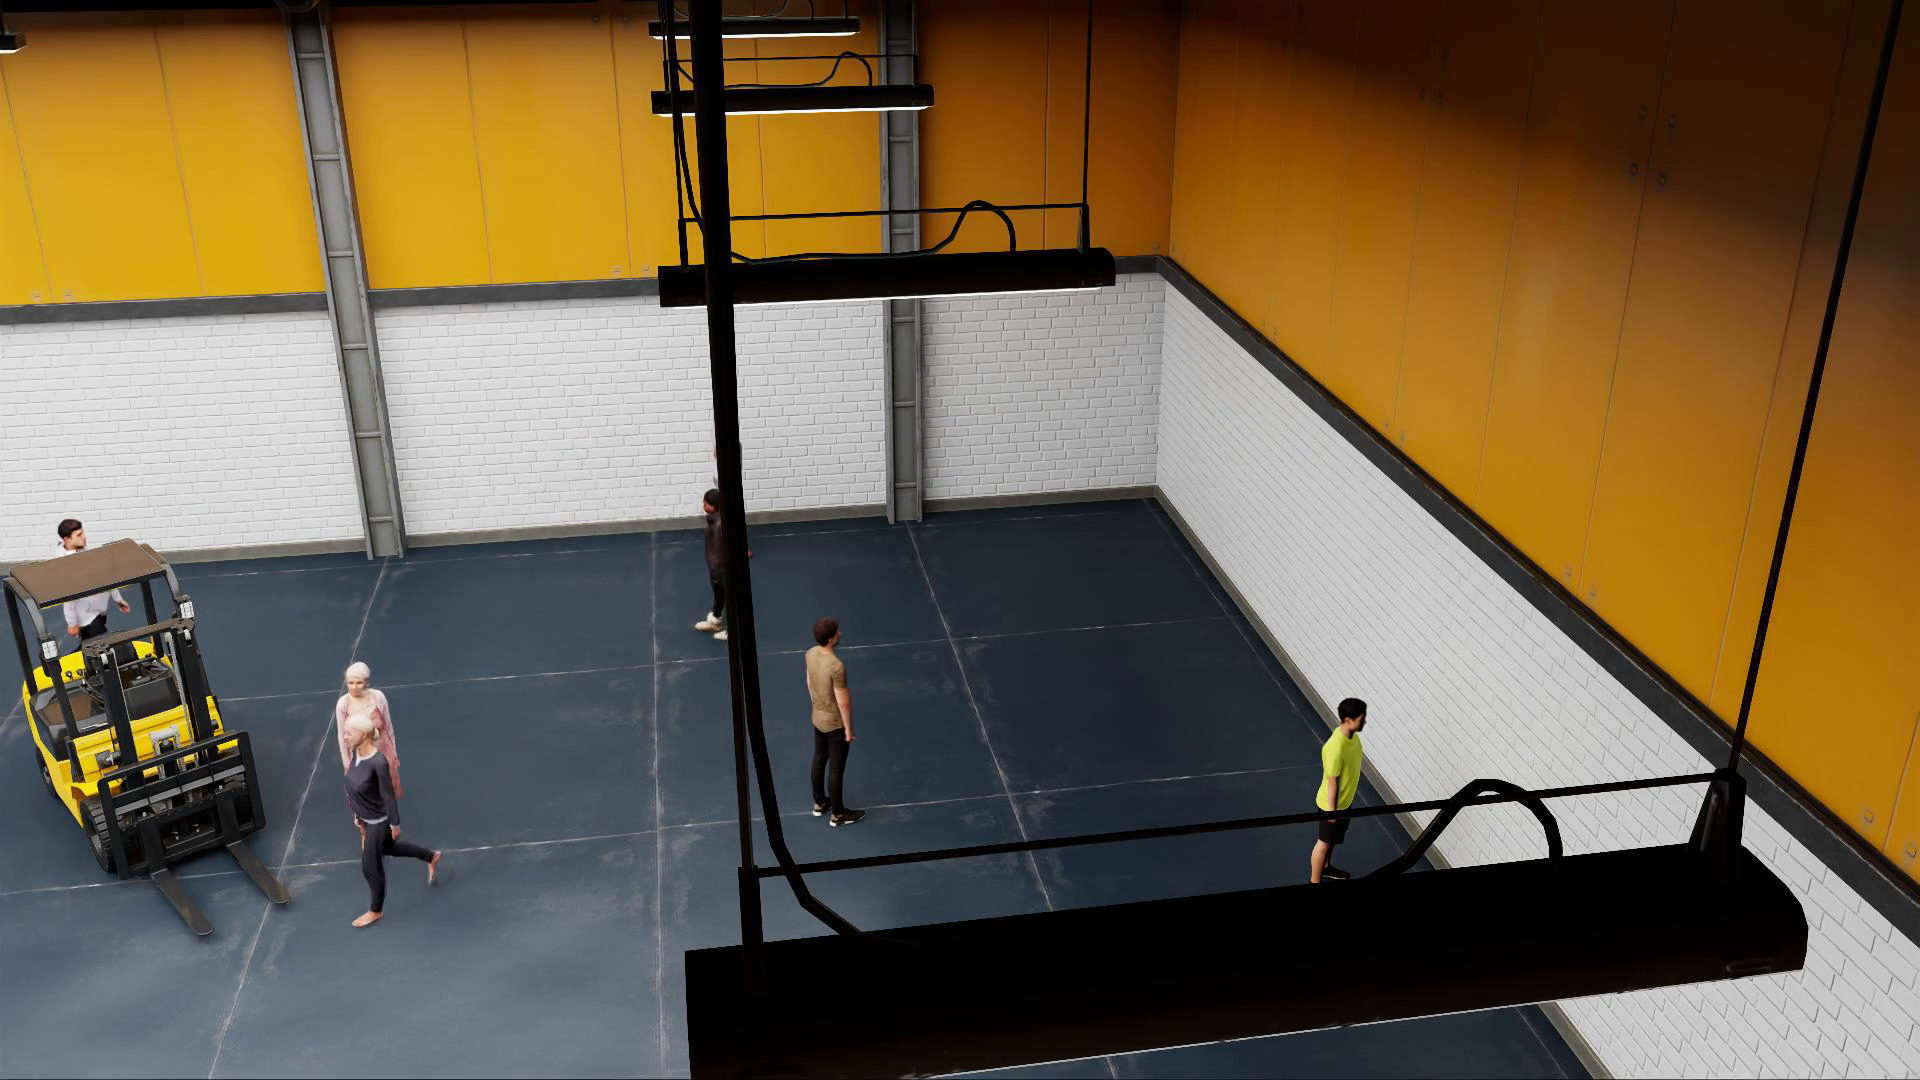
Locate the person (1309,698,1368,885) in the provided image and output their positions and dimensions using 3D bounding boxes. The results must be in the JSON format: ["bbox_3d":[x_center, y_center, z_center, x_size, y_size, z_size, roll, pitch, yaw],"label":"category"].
[{"bbox_3d":[2.894,1.968,12.836,0.715,1.705,0.692,11,26,23],"label":"person"}]

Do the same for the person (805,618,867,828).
[{"bbox_3d":[-1.080,1.485,13.759,0.742,1.851,0.747,-18,29,-35],"label":"person"}]

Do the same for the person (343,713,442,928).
[{"bbox_3d":[-4.358,2.052,12.651,1.141,1.698,0.977,-21,31,-39],"label":"person"}]

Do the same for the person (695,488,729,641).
[{"bbox_3d":[-2.560,0.255,16.817,0.843,1.654,0.701,-1,24,-2],"label":"person"}]

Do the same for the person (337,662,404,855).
[{"bbox_3d":[-4.757,1.738,13.379,0.627,1.690,0.728,-14,27,-28],"label":"person"}]

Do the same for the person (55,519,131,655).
[{"bbox_3d":[-8.230,0.685,15.543,1.307,1.886,0.880,1,24,3],"label":"person"}]

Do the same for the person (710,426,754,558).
[{"bbox_3d":[-2.627,-0.679,18.740,0.684,1.825,0.763,-12,26,-26],"label":"person"}]
